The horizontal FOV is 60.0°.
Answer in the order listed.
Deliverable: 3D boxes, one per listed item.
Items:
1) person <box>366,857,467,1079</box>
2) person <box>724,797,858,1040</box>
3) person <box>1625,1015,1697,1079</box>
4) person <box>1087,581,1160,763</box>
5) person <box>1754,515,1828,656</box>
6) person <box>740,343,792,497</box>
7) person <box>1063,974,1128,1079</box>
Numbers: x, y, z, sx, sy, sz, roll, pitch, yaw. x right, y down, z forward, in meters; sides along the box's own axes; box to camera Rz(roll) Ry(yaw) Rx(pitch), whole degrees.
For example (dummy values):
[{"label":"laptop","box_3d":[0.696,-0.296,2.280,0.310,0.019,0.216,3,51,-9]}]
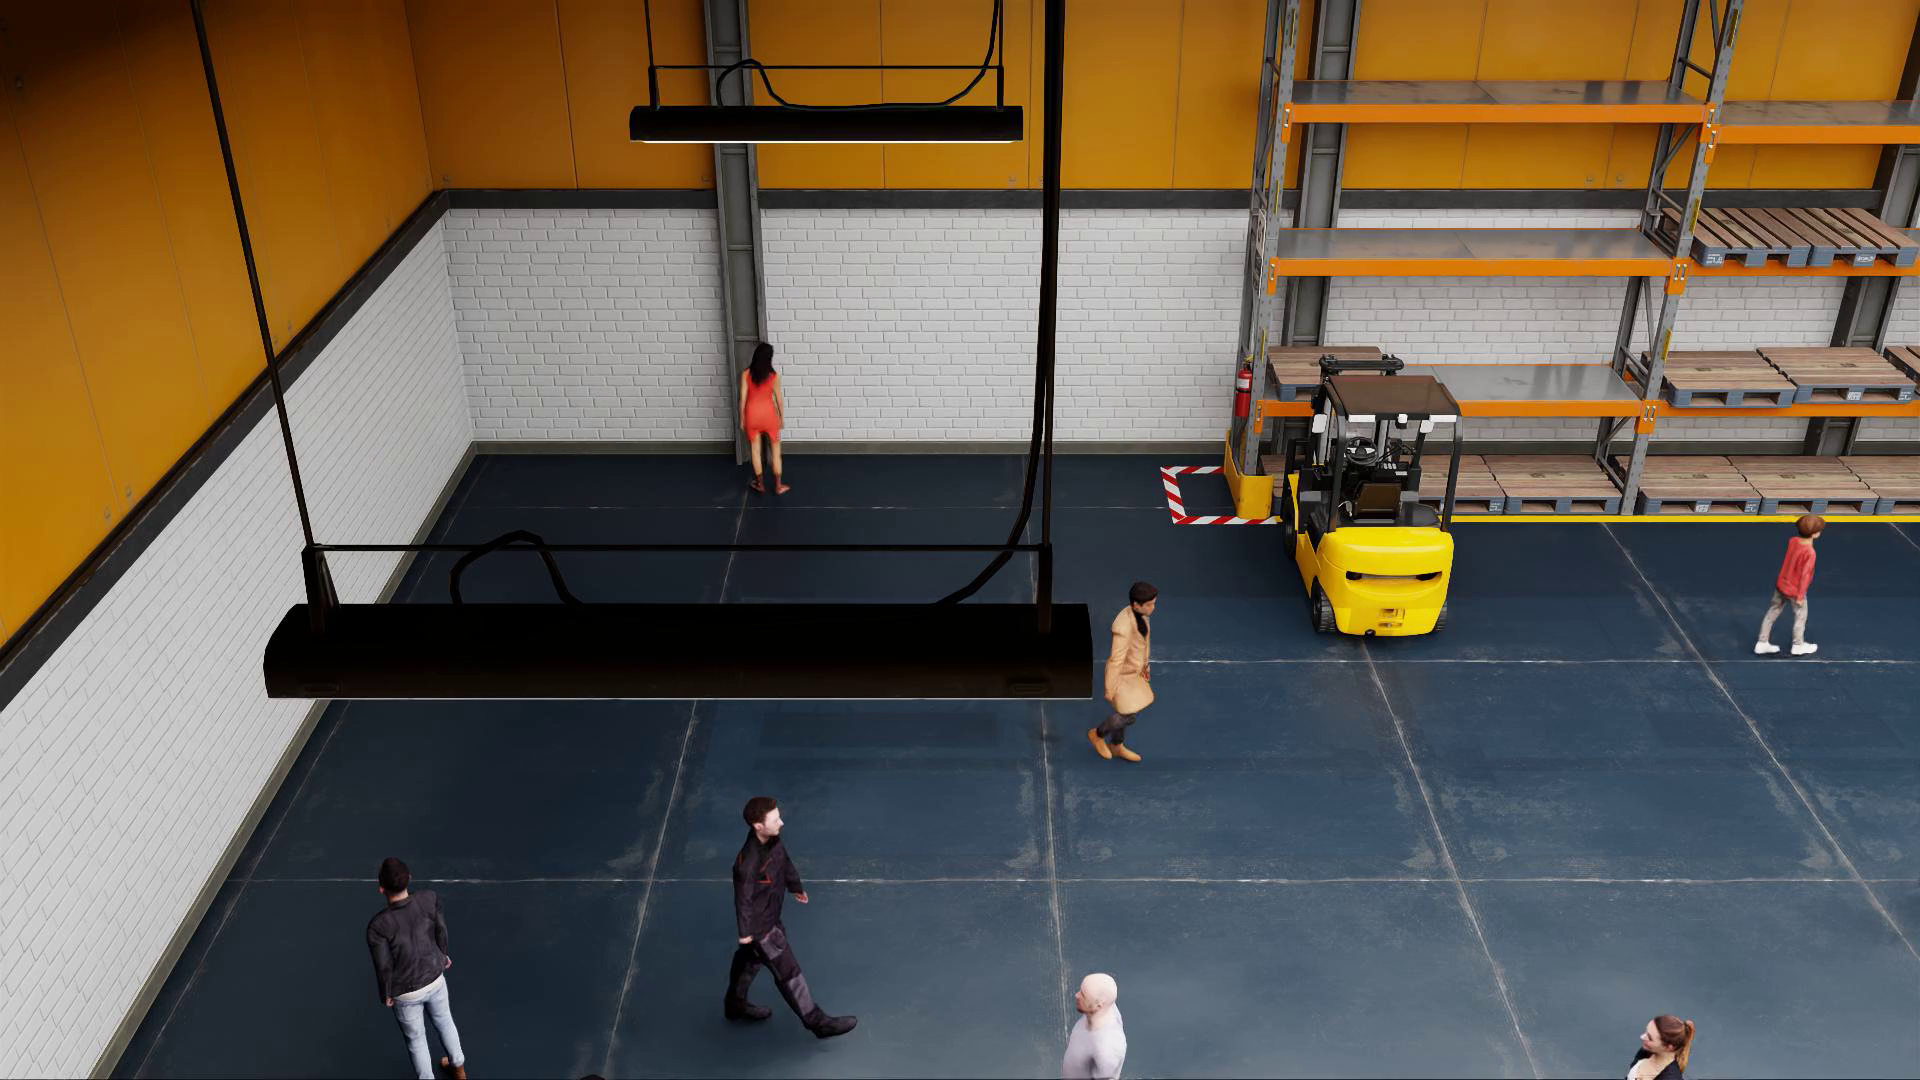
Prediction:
[{"label":"person","box_3d":[-3.316,2.688,10.147,0.764,1.836,0.730,21,35,33]},{"label":"person","box_3d":[-1.330,2.413,10.623,1.148,1.863,0.737,2,29,4]},{"label":"person","box_3d":[3.877,3.302,9.194,0.720,1.670,0.695,4,29,8]},{"label":"person","box_3d":[1.244,1.030,13.329,0.895,1.699,0.810,13,31,22]},{"label":"person","box_3d":[7.324,0.418,14.761,0.803,1.402,0.610,-5,29,-8]},{"label":"person","box_3d":[-2.110,-1.272,17.533,0.548,1.715,0.722,-9,30,-16]},{"label":"person","box_3d":[0.846,3.171,9.300,1.231,1.799,0.773,-4,29,-6]}]
